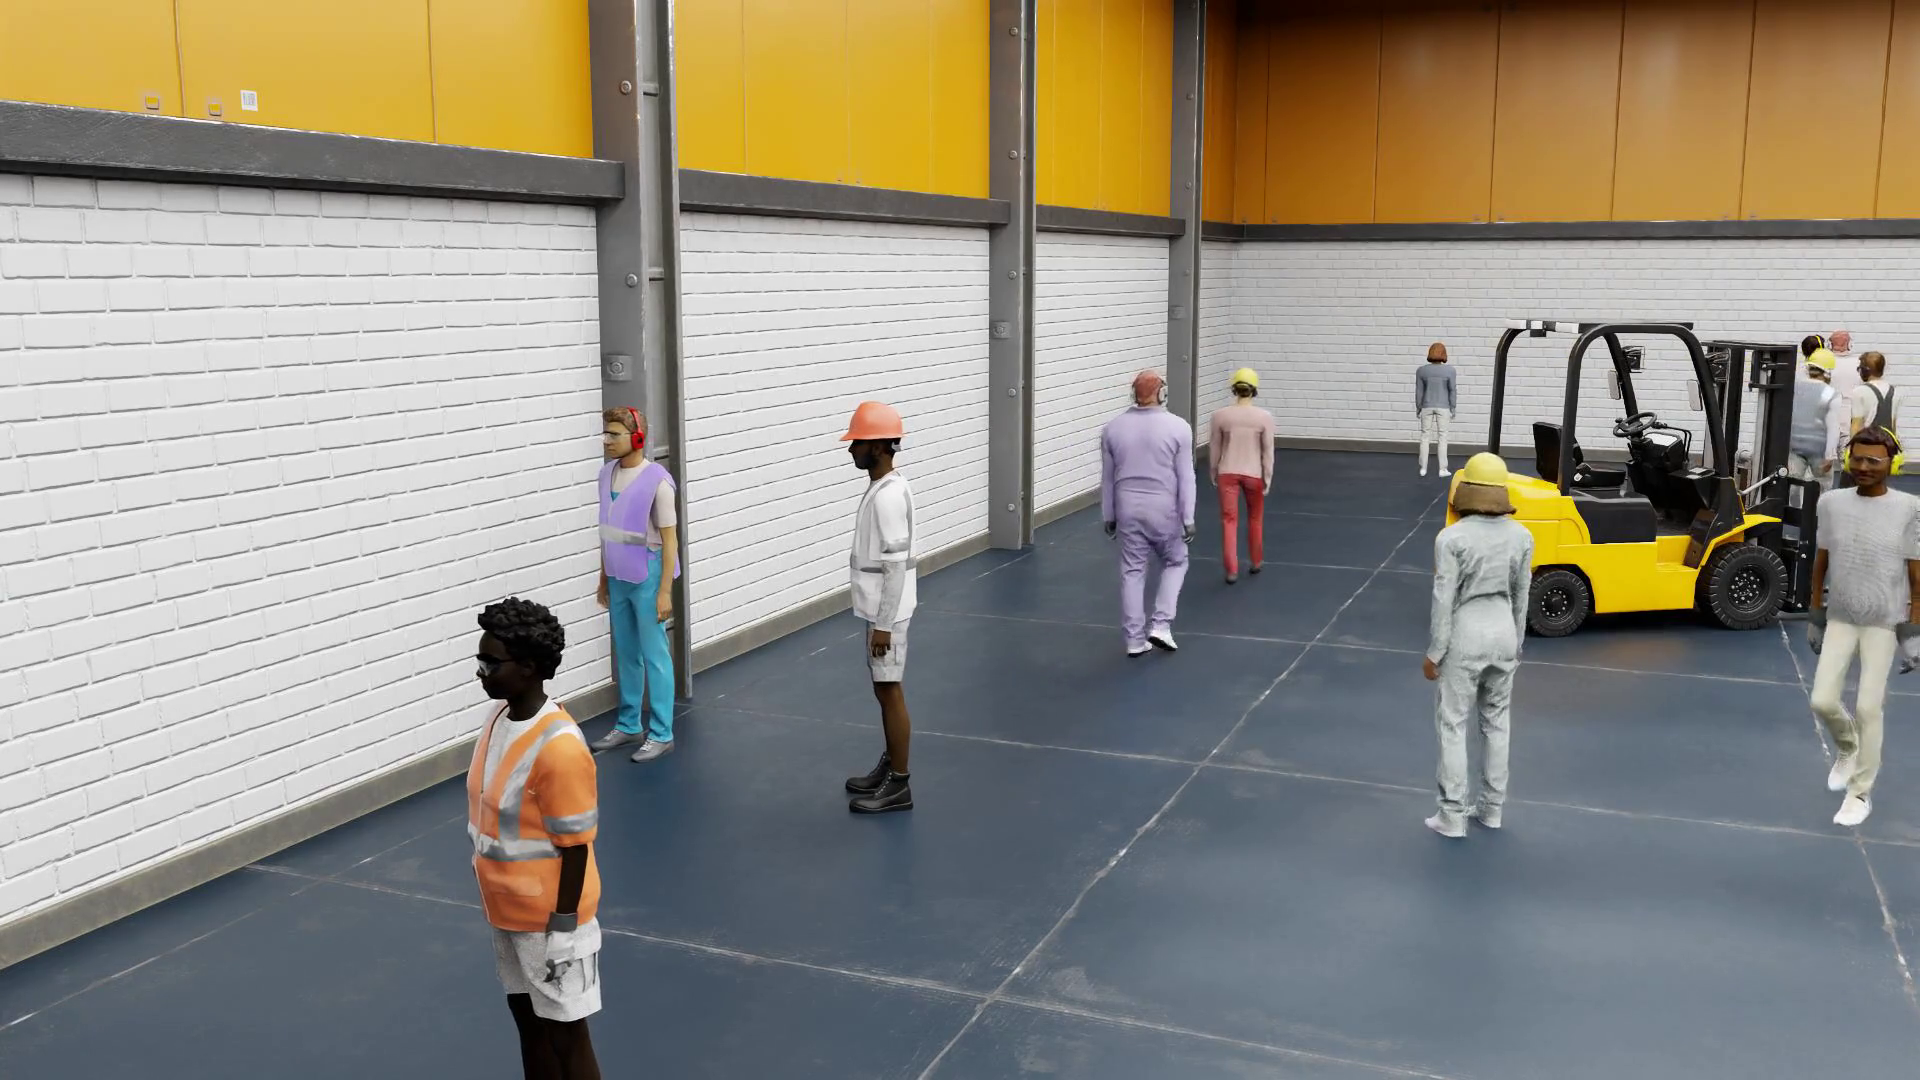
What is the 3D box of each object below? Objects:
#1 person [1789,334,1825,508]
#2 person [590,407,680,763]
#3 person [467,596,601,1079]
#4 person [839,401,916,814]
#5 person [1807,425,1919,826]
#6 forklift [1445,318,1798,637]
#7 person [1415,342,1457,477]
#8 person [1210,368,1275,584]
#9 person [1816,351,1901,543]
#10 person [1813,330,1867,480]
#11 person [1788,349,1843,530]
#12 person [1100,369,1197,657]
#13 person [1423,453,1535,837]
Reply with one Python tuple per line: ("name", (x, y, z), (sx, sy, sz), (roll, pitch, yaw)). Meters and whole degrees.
("person", (8.620, -1.158, 16.977), (0.310, 1.868, 0.532), (-4, 10, -25))
("person", (-1.675, 0.223, 8.676), (0.564, 1.847, 0.395), (9, 13, 43))
("person", (-1.151, 0.989, 4.491), (0.317, 1.696, 0.537), (-7, 12, -38))
("person", (-0.386, 0.316, 7.839), (0.356, 1.937, 0.552), (-1, 9, -5))
("person", (4.214, 0.384, 7.706), (0.493, 1.857, 0.522), (-9, 13, -43))
("forklift", (4.706, -0.497, 11.990), (2.313, 2.155, 1.214), (-2, 10, -10))
("person", (5.804, -1.589, 20.295), (0.497, 1.636, 0.286), (5, 11, 28))
("person", (2.311, -0.539, 13.646), (0.527, 1.737, 0.817), (2, 10, 12))
("person", (8.031, -0.775, 14.829), (0.546, 1.804, 0.898), (-2, 10, -11))
("person", (9.069, -1.219, 17.255), (0.639, 1.902, 0.407), (2, 10, 10))
("person", (7.841, -0.866, 15.392), (0.815, 1.809, 0.588), (-6, 11, -32))
("person", (1.249, -0.172, 10.928), (0.684, 1.887, 0.465), (5, 11, 27))
("person", (2.344, 0.477, 7.538), (0.497, 1.726, 0.392), (-2, 10, -13))
